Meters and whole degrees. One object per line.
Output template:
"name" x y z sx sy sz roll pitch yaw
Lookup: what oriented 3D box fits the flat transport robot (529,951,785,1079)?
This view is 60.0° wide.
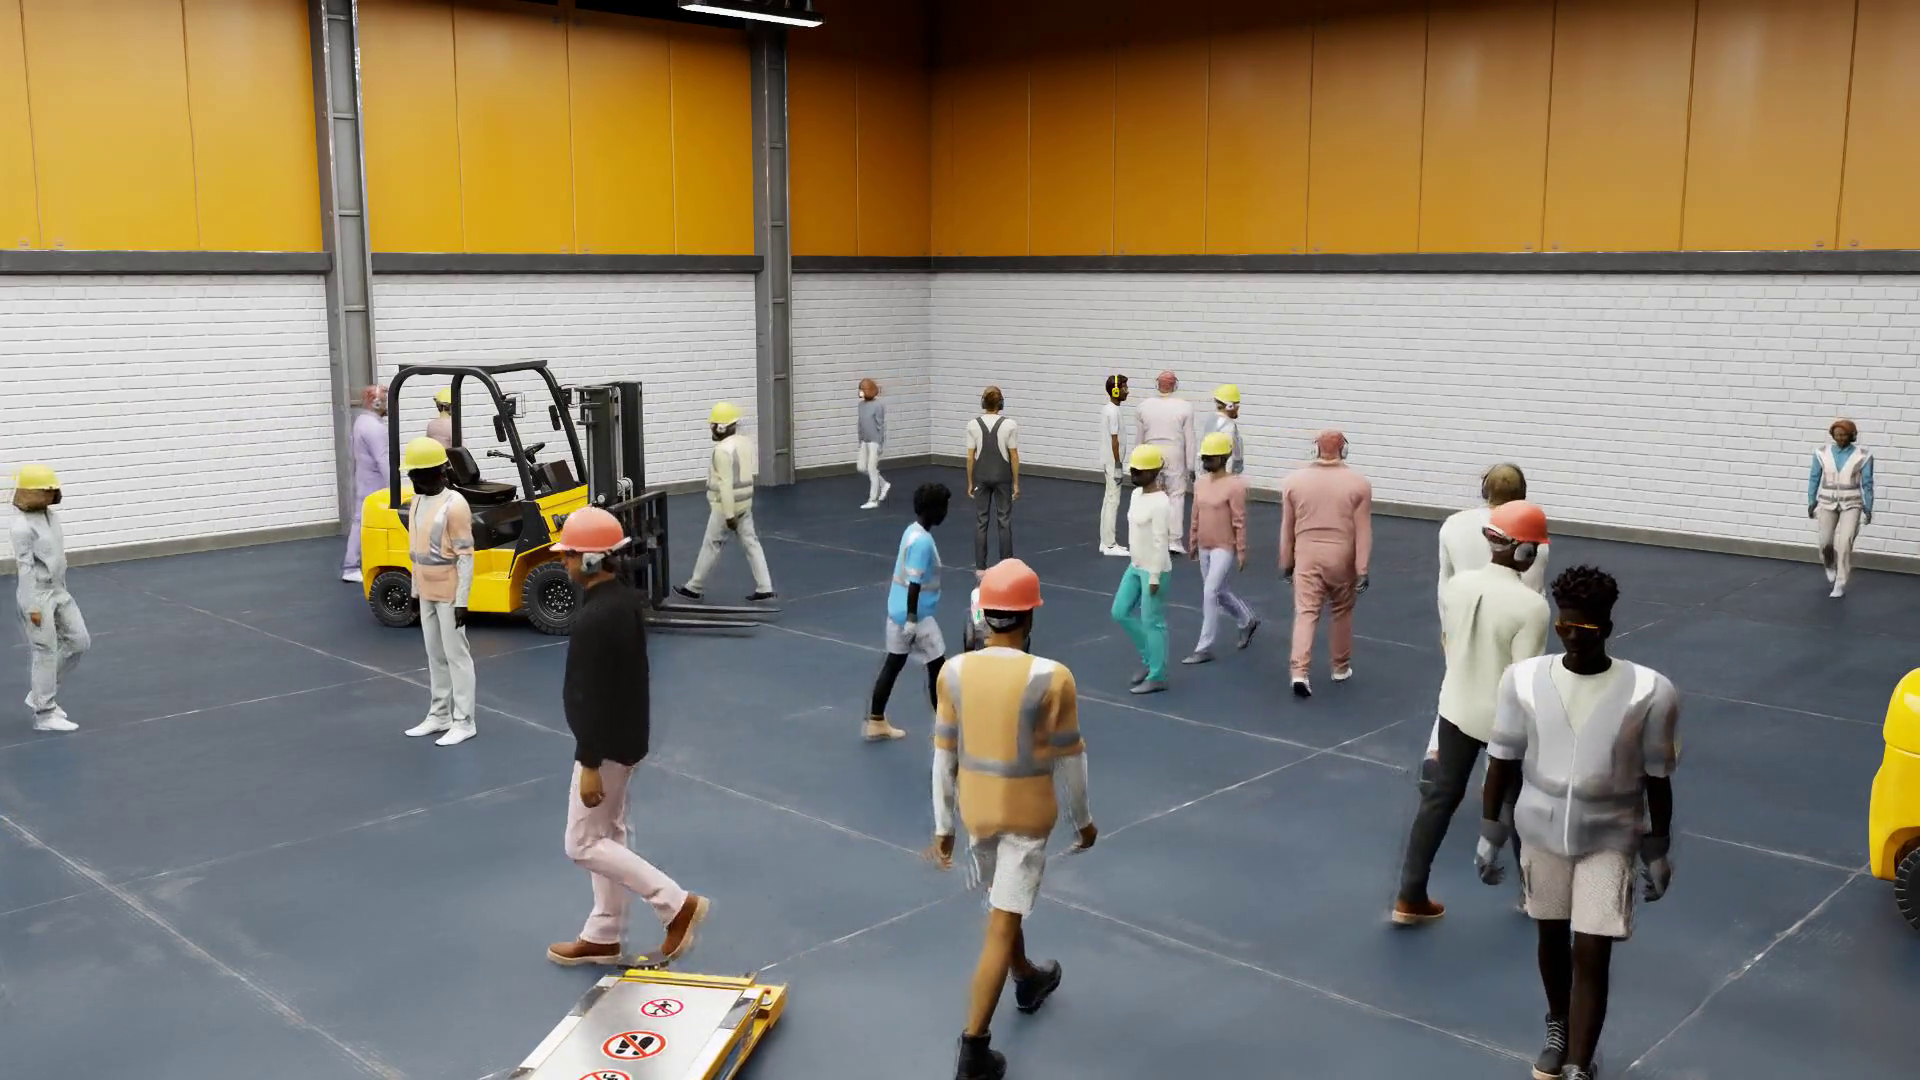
"flat transport robot" -1.139 1.856 5.945 0.652 0.197 1.431 2 9 10

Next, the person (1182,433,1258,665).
"person" 1.994 0.044 12.588 0.809 1.741 0.533 -6 11 -33

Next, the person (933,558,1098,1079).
"person" 0.190 1.012 6.216 0.550 1.888 1.009 6 11 31

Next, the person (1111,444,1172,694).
"person" 1.271 0.206 11.531 0.372 1.750 0.543 -3 10 -18

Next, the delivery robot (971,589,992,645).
"delivery robot" 0.268 0.537 12.878 0.477 0.478 0.707 0 9 -2

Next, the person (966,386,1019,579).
"person" 0.316 -0.544 15.841 0.507 1.847 0.344 2 9 11

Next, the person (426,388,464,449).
"person" -5.133 -0.644 16.721 0.523 1.763 0.329 7 11 35

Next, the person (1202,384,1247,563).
"person" 2.614 -0.636 16.477 0.429 1.816 0.613 -2 9 -10

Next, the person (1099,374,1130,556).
"person" 1.610 -0.773 17.175 0.328 1.872 0.512 -1 9 -4

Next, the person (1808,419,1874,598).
"person" 8.008 -0.310 15.110 0.543 1.615 0.609 8 12 39

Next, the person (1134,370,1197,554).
"person" 2.127 -0.788 17.270 0.670 1.928 0.454 4 10 25

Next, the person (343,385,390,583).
"person" -5.400 -0.528 15.688 0.970 1.854 0.671 -3 10 -20

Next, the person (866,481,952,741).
"person" -0.211 0.459 10.252 0.808 1.642 0.614 -1 9 -5

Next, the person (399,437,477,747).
"person" -3.241 0.317 10.333 0.586 1.921 0.383 9 13 42

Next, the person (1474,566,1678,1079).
"person" 2.100 1.057 5.761 0.627 1.926 0.906 6 11 34

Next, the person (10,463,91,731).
"person" -5.798 0.369 10.601 0.355 1.728 0.500 0 9 -1

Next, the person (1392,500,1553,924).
"person" 2.389 0.780 7.464 0.978 1.948 0.640 -5 11 -30

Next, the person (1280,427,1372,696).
"person" 2.543 0.144 11.616 0.647 1.860 0.981 4 10 22

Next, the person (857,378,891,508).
"person" -1.053 -1.201 20.583 0.449 1.618 0.499 -7 12 -37

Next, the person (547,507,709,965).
"person" -1.418 0.843 6.922 0.621 1.981 0.635 0 9 2

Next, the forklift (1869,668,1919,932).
"forklift" 5.205 0.723 7.013 2.313 2.155 1.214 9 13 43

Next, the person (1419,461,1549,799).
"person" 2.851 0.528 9.064 0.642 1.922 0.750 9 13 43

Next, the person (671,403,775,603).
"person" -2.064 -0.315 14.650 0.942 1.784 0.594 3 10 19

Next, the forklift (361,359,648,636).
"forklift" -3.850 -0.407 13.936 2.313 2.155 1.214 2 9 11
